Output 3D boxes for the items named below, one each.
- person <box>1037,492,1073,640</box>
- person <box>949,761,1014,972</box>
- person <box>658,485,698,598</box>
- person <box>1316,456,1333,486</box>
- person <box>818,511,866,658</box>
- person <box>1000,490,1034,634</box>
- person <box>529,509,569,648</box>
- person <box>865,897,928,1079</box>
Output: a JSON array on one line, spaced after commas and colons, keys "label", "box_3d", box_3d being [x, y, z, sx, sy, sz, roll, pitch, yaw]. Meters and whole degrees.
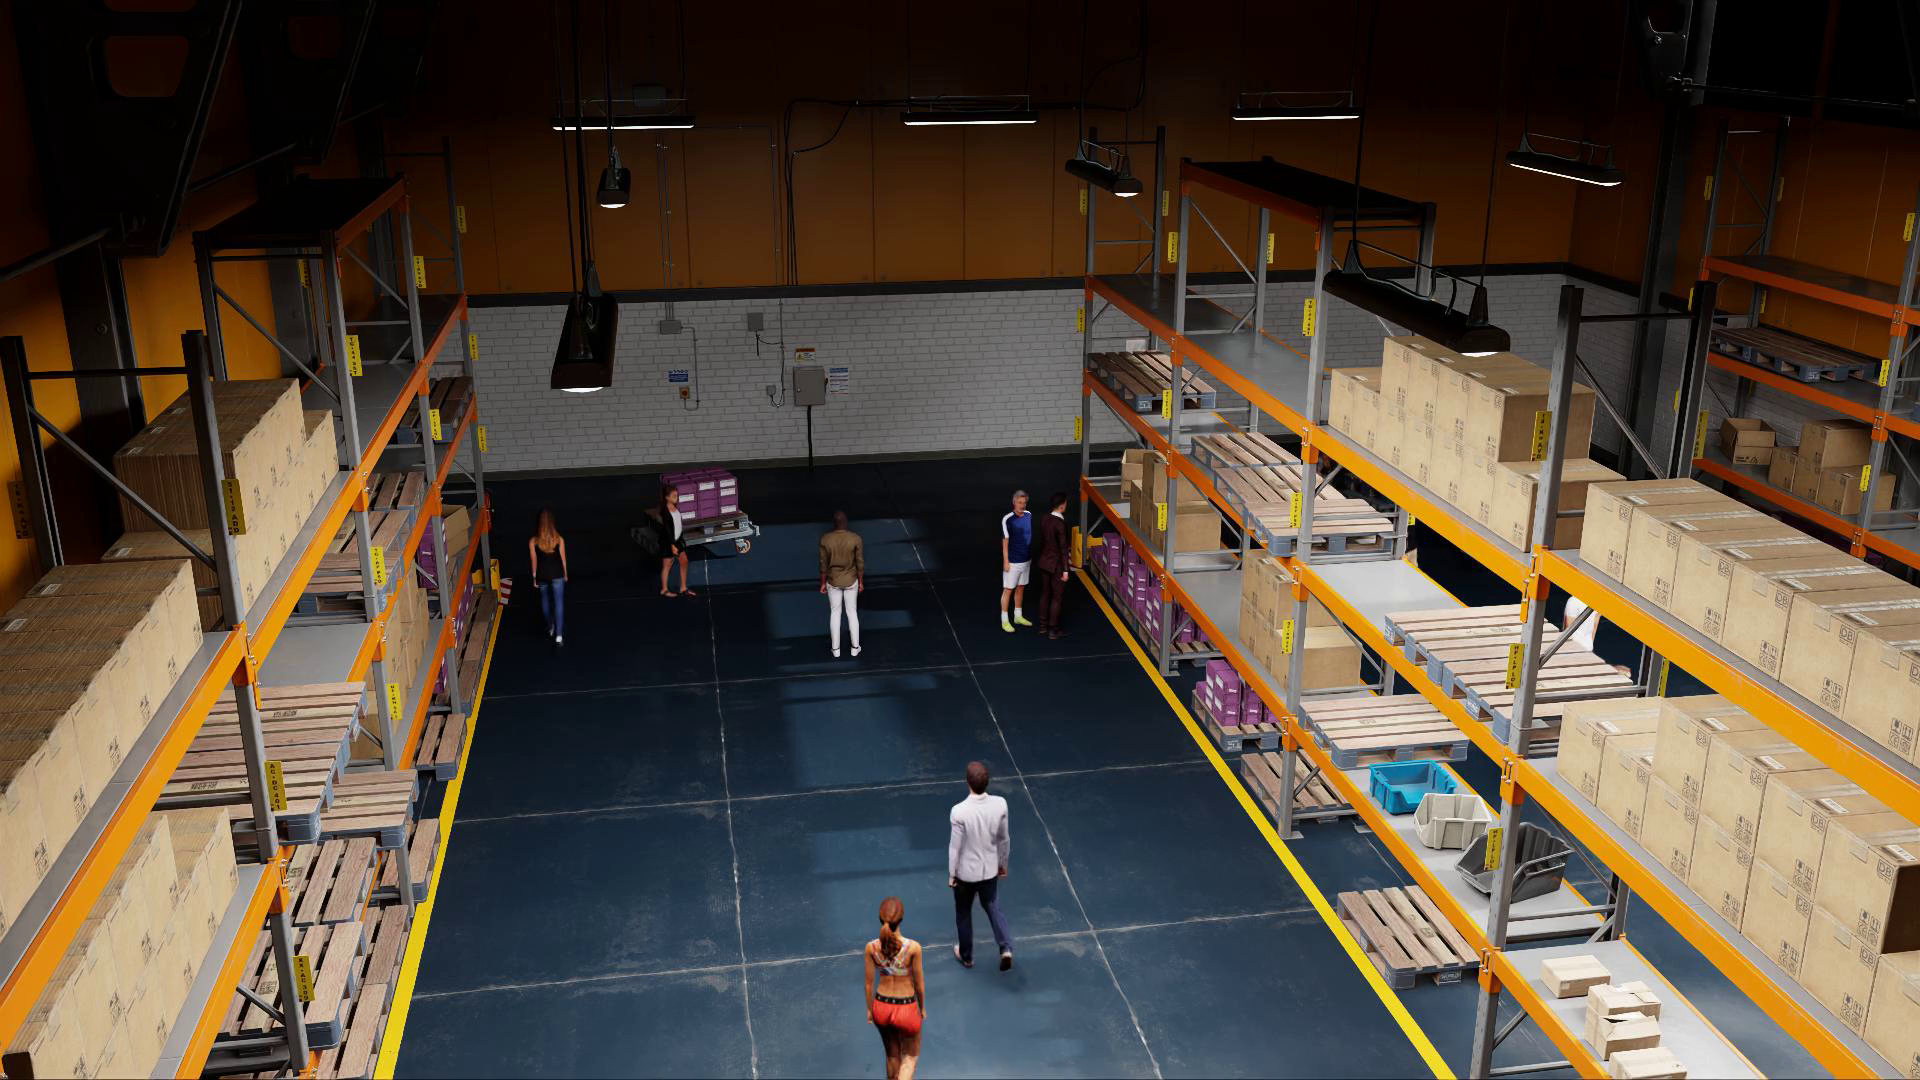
[{"label": "person", "box_3d": [1.156, 0.304, 20.619, 0.823, 1.860, 0.700, -13, 23, -34]}, {"label": "person", "box_3d": [0.179, 2.707, 13.520, 0.837, 1.836, 1.020, -9, 21, -25]}, {"label": "person", "box_3d": [-3.893, 0.020, 21.969, 0.802, 1.536, 0.771, 9, 21, 25]}, {"label": "person", "box_3d": [4.808, -0.238, 22.282, 0.898, 1.826, 0.849, 13, 23, 35]}, {"label": "person", "box_3d": [-1.420, 0.522, 20.028, 0.745, 1.824, 0.620, -1, 19, -3]}, {"label": "person", "box_3d": [0.706, 0.231, 20.875, 0.722, 1.834, 0.733, -16, 24, -39]}, {"label": "person", "box_3d": [-5.010, 0.499, 20.309, 0.596, 1.687, 1.071, -3, 19, -10]}, {"label": "person", "box_3d": [-0.453, 3.361, 11.665, 0.768, 1.781, 0.973, 3, 19, 9]}]
